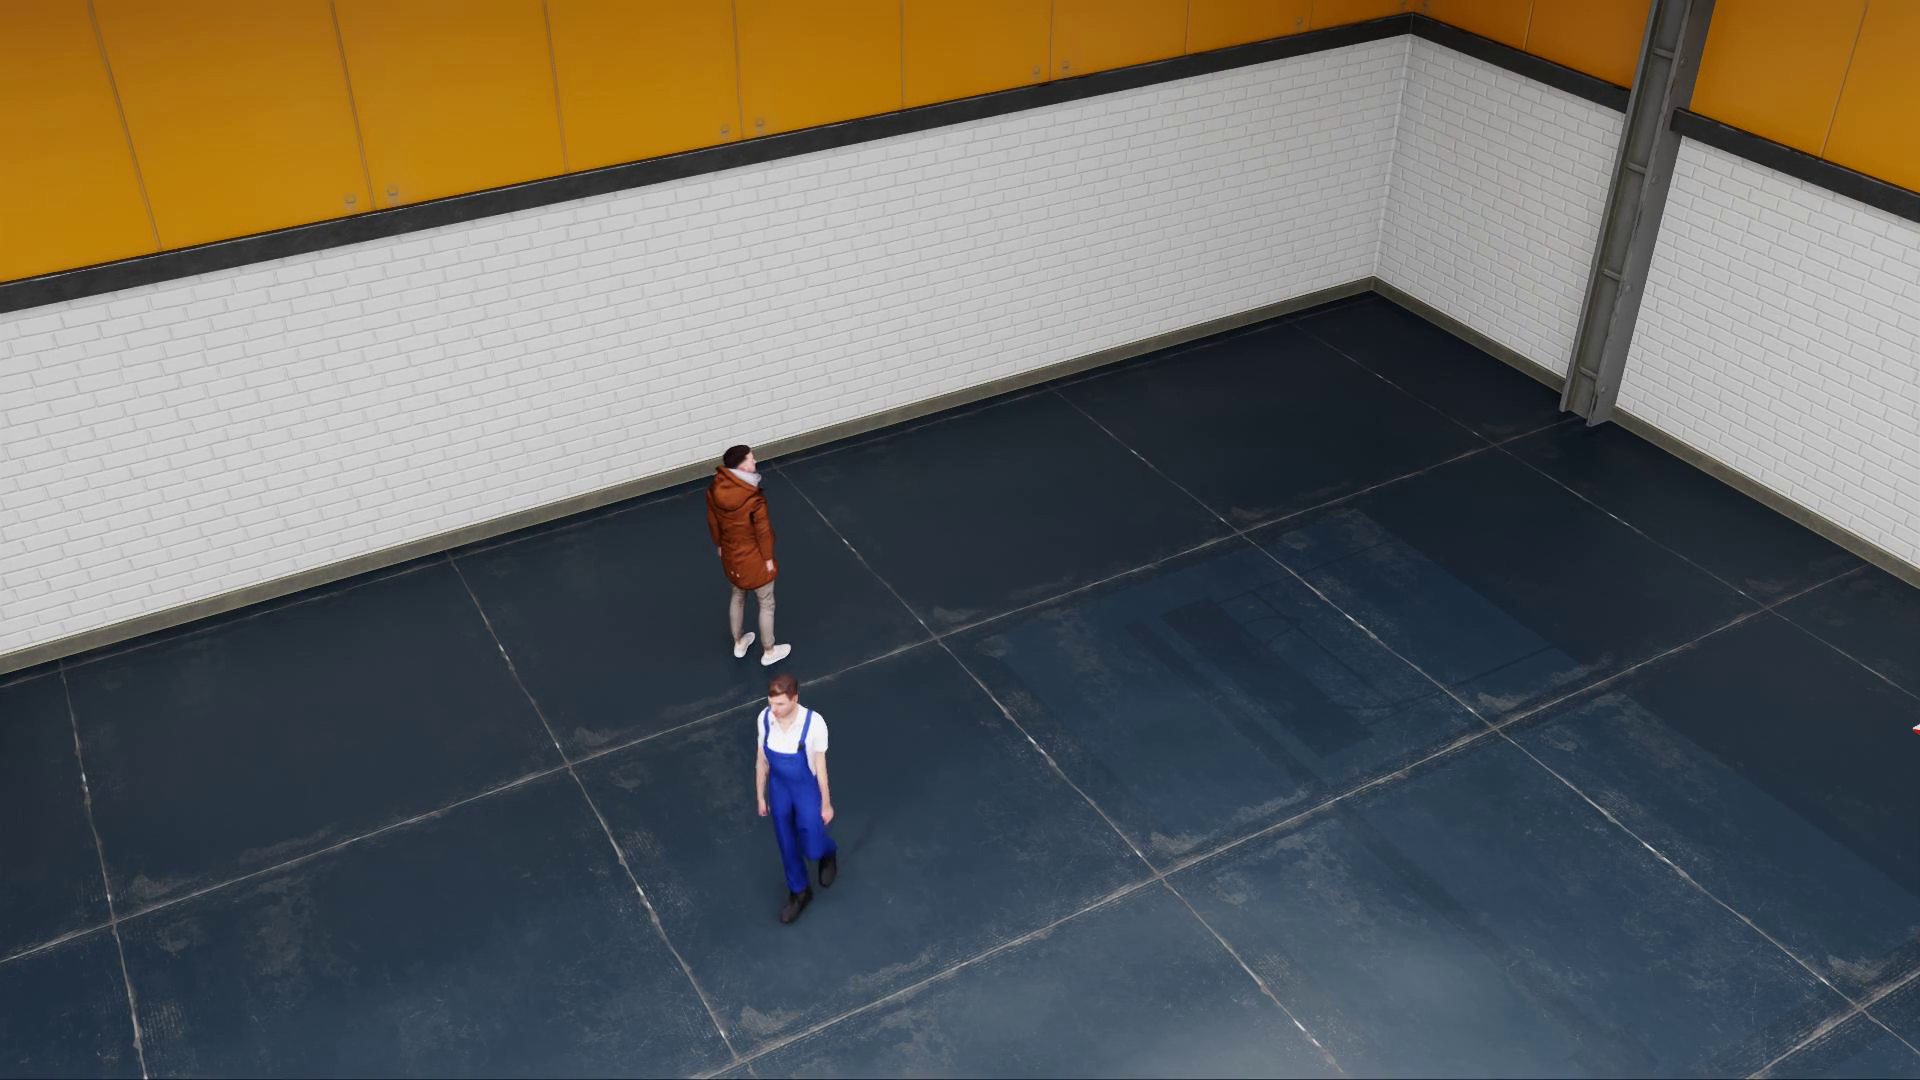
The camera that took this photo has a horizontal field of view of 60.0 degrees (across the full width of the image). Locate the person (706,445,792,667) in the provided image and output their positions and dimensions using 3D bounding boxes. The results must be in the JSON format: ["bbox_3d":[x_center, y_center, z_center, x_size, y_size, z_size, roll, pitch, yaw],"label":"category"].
[{"bbox_3d":[-1.588,0.121,12.385,0.799,1.837,0.894,19,38,26],"label":"person"}]

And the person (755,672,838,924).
[{"bbox_3d":[-0.973,1.514,10.288,0.911,1.839,0.959,11,35,16],"label":"person"}]
